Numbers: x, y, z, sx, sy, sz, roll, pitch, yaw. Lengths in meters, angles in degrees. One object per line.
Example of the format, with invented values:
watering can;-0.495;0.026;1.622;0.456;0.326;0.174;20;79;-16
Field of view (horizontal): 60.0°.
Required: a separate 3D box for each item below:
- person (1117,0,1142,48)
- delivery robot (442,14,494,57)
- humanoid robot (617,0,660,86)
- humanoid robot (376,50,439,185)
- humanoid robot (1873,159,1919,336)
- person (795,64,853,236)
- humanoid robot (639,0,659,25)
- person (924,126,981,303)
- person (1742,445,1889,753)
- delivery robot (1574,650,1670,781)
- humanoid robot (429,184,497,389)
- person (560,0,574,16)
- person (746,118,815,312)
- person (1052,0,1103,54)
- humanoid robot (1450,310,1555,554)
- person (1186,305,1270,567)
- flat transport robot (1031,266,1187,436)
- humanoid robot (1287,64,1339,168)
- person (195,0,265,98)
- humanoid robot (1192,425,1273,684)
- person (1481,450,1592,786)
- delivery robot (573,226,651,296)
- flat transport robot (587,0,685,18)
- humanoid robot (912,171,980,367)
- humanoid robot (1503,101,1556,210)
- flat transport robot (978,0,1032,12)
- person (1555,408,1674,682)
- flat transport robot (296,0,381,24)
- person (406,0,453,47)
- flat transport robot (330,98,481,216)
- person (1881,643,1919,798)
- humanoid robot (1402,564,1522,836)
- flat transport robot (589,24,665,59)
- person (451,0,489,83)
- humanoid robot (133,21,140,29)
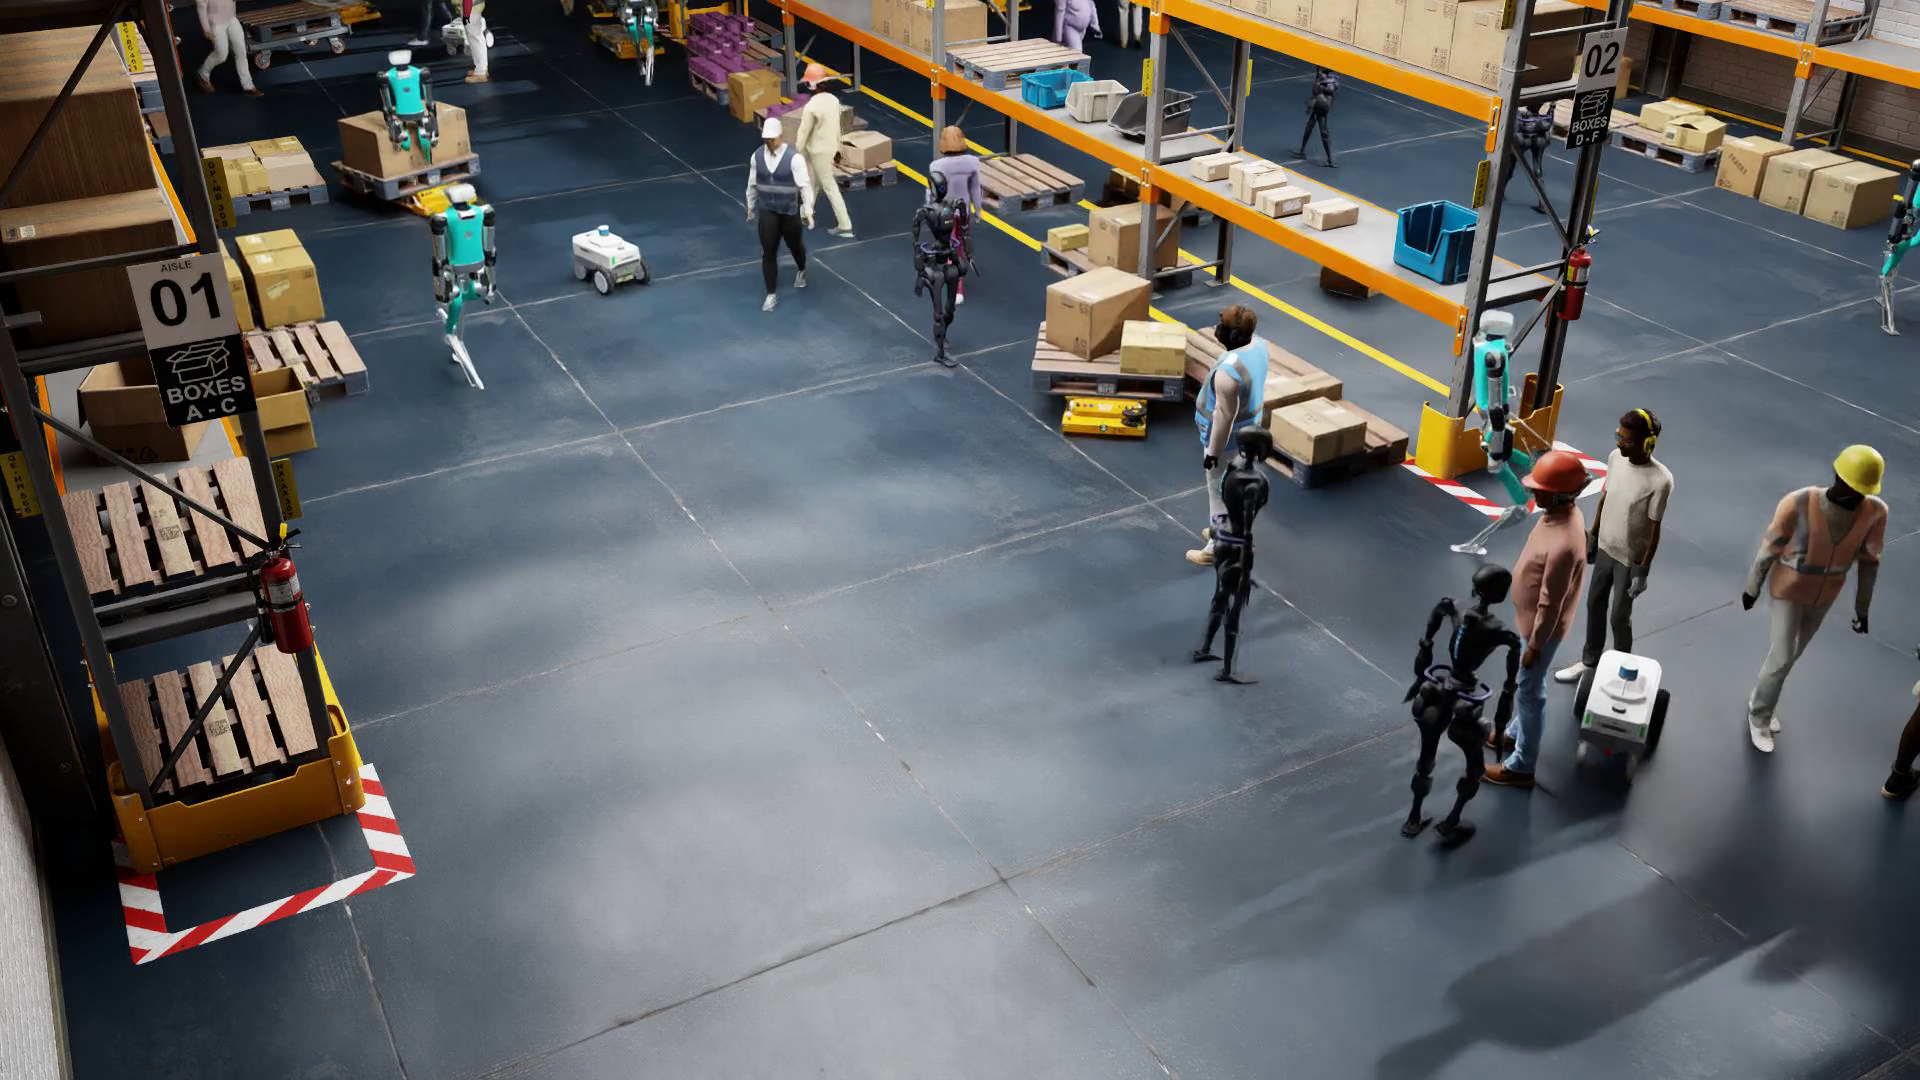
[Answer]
person;2.415;-7.937;23.617;0.588;1.882;0.415;-1;30;-2
delivery robot;-7.036;-7.223;23.712;0.504;0.611;0.783;8;31;14
humanoid robot;-4.250;-6.935;22.067;0.549;1.842;0.865;-4;30;-8
humanoid robot;-5.732;-4.263;17.392;0.541;1.799;0.798;-11;32;-19
humanoid robot;8.387;-2.756;14.750;0.538;1.784;0.874;-1;30;-2
person;-1.468;-3.954;16.847;0.896;1.702;0.560;11;32;18
humanoid robot;-4.787;-8.557;24.883;0.545;1.834;0.715;22;36;33
person;-0.074;-3.033;15.356;0.516;1.595;0.768;-13;32;-21
person;4.734;0.318;9.223;0.598;1.899;0.653;-1;30;-2
delivery robot;3.762;0.948;9.474;0.499;0.596;0.787;14;33;23
humanoid robot;-4.185;-2.155;13.738;0.558;1.769;1.018;-21;36;-32
person;-6.114;-8.973;25.565;0.577;1.730;0.608;-16;34;-26
person;-1.620;-3.038;15.240;0.725;1.722;0.854;5;30;9
person;1.512;-6.393;20.941;0.979;1.856;0.664;18;34;28
humanoid robot;3.836;-0.664;11.109;1.002;1.753;0.550;4;30;7
person;1.769;-0.696;11.040;0.429;1.846;0.630;15;33;24
flat transport robot;1.213;-1.245;13.578;0.659;0.231;1.431;4;30;7
humanoid robot;4.053;-5.068;18.844;0.679;1.632;0.605;13;32;21
person;-9.535;-6.643;21.335;0.837;1.911;0.627;10;31;17
humanoid robot;1.623;0.068;9.886;0.354;1.662;0.611;0;30;0
person;3.101;0.418;8.963;0.399;1.985;0.615;8;31;14
delivery robot;-3.338;-2.668;15.785;0.815;0.612;0.499;26;39;38
flat transport robot;-5.055;-8.348;25.941;1.431;0.231;0.659;-10;31;-17
humanoid robot;-0.106;-2.328;14.079;0.625;1.635;0.614;-17;34;-27
humanoid robot;6.032;-4.327;17.579;0.588;1.623;0.794;-10;31;-16
flat transport robot;0.591;-8.623;26.421;0.659;0.231;1.431;-9;31;-15
person;3.815;0.094;9.659;0.345;1.856;0.520;-10;31;-17
flat transport robot;-9.626;-8.213;25.707;1.431;0.231;0.659;25;38;36
person;-7.681;-8.053;23.879;0.818;1.811;0.535;-15;33;-25
flat transport robot;-5.972;-3.827;18.072;1.431;0.231;0.659;22;37;34
person;5.300;0.620;8.646;0.388;1.951;0.617;-20;35;-30
humanoid robot;2.556;0.836;8.545;0.417;1.649;0.609;-23;37;-35
flat transport robot;-4.806;-7.196;23.936;0.659;0.231;1.431;-15;33;-25
person;-6.522;-7.036;22.080;0.429;1.843;0.626;-3;30;-5
humanoid robot;-11.072;-7.115;22.371;0.351;1.650;0.611;26;39;37
